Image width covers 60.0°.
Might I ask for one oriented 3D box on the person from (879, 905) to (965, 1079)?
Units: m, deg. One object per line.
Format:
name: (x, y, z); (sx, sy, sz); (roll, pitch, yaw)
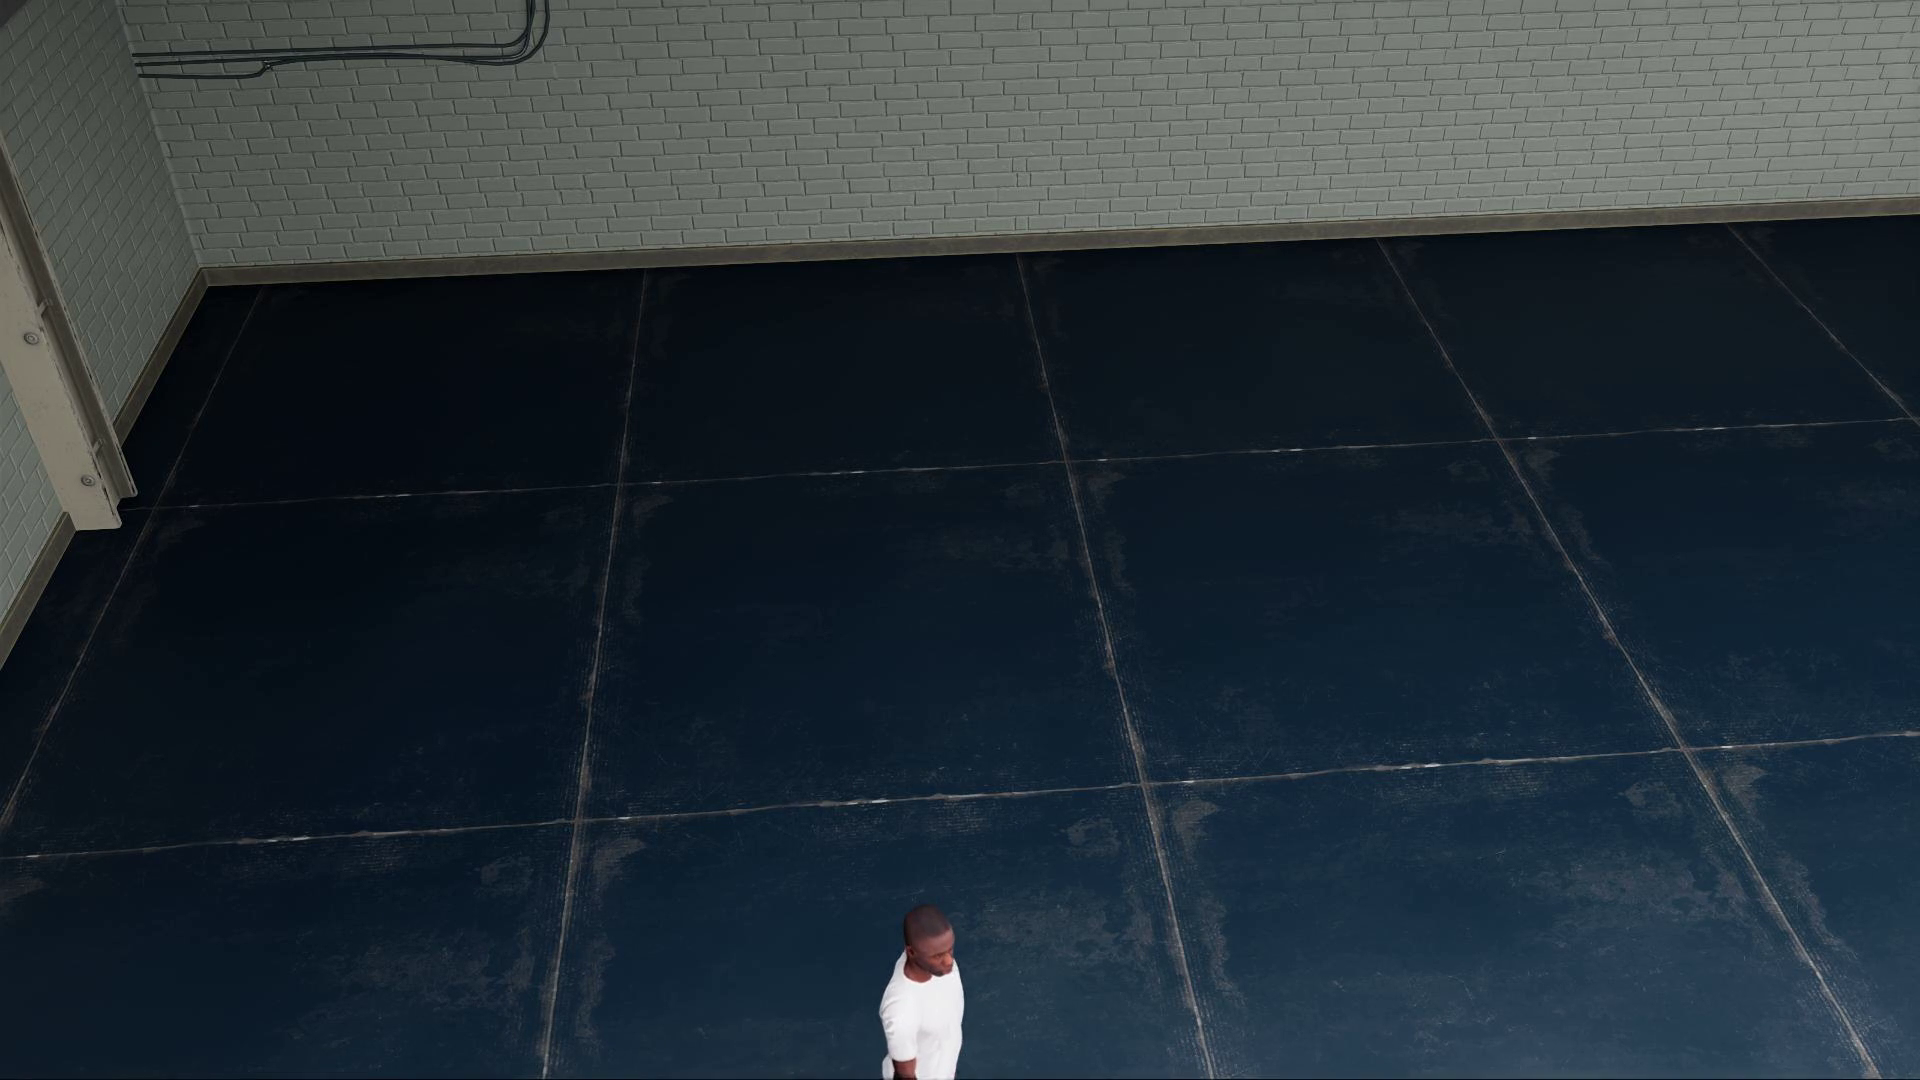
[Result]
person: (-0.153, 2.057, 6.464); (0.778, 1.833, 0.602); (10, 39, 13)
